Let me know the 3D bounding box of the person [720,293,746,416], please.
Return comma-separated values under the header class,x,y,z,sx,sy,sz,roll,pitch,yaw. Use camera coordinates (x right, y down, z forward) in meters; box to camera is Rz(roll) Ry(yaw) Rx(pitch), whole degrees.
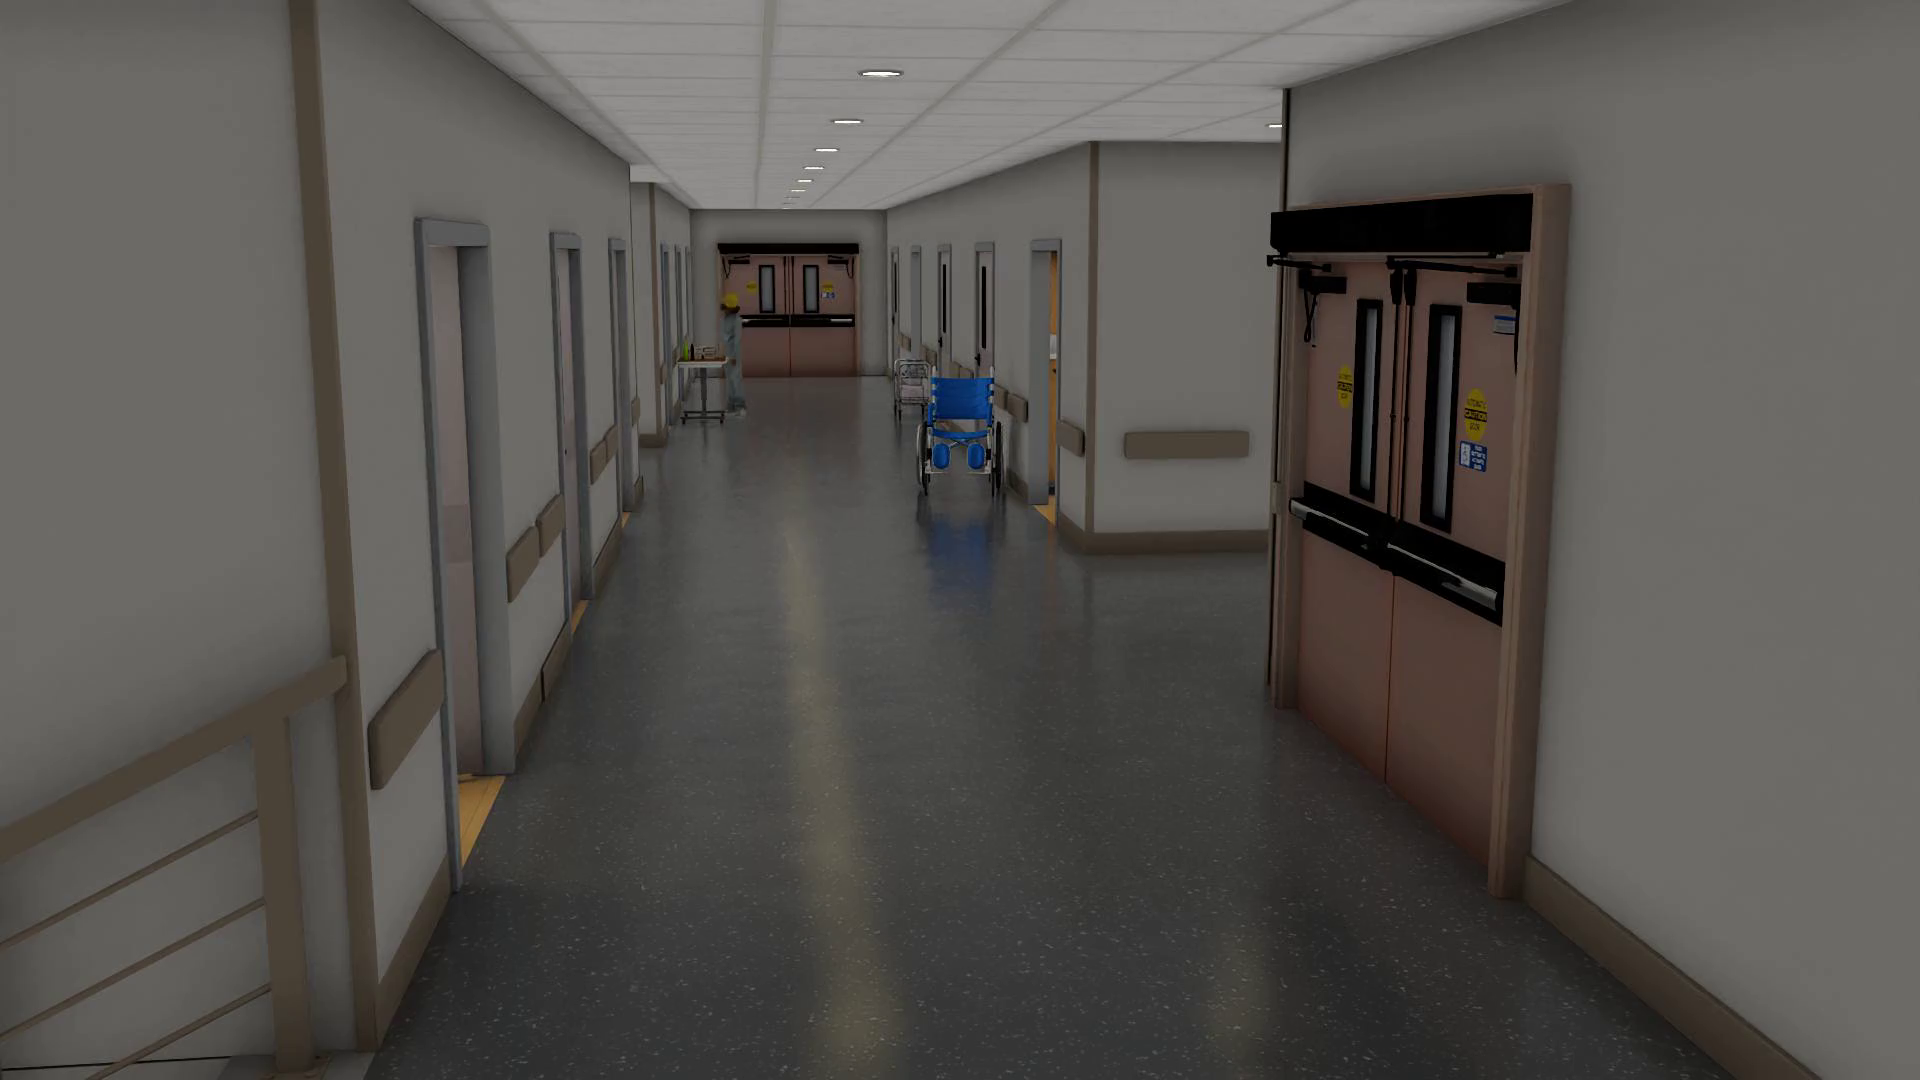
class,x,y,z,sx,sy,sz,roll,pitch,yaw
person,-3.194,-2.564,22.967,0.323,1.700,0.634,-6,12,-33
